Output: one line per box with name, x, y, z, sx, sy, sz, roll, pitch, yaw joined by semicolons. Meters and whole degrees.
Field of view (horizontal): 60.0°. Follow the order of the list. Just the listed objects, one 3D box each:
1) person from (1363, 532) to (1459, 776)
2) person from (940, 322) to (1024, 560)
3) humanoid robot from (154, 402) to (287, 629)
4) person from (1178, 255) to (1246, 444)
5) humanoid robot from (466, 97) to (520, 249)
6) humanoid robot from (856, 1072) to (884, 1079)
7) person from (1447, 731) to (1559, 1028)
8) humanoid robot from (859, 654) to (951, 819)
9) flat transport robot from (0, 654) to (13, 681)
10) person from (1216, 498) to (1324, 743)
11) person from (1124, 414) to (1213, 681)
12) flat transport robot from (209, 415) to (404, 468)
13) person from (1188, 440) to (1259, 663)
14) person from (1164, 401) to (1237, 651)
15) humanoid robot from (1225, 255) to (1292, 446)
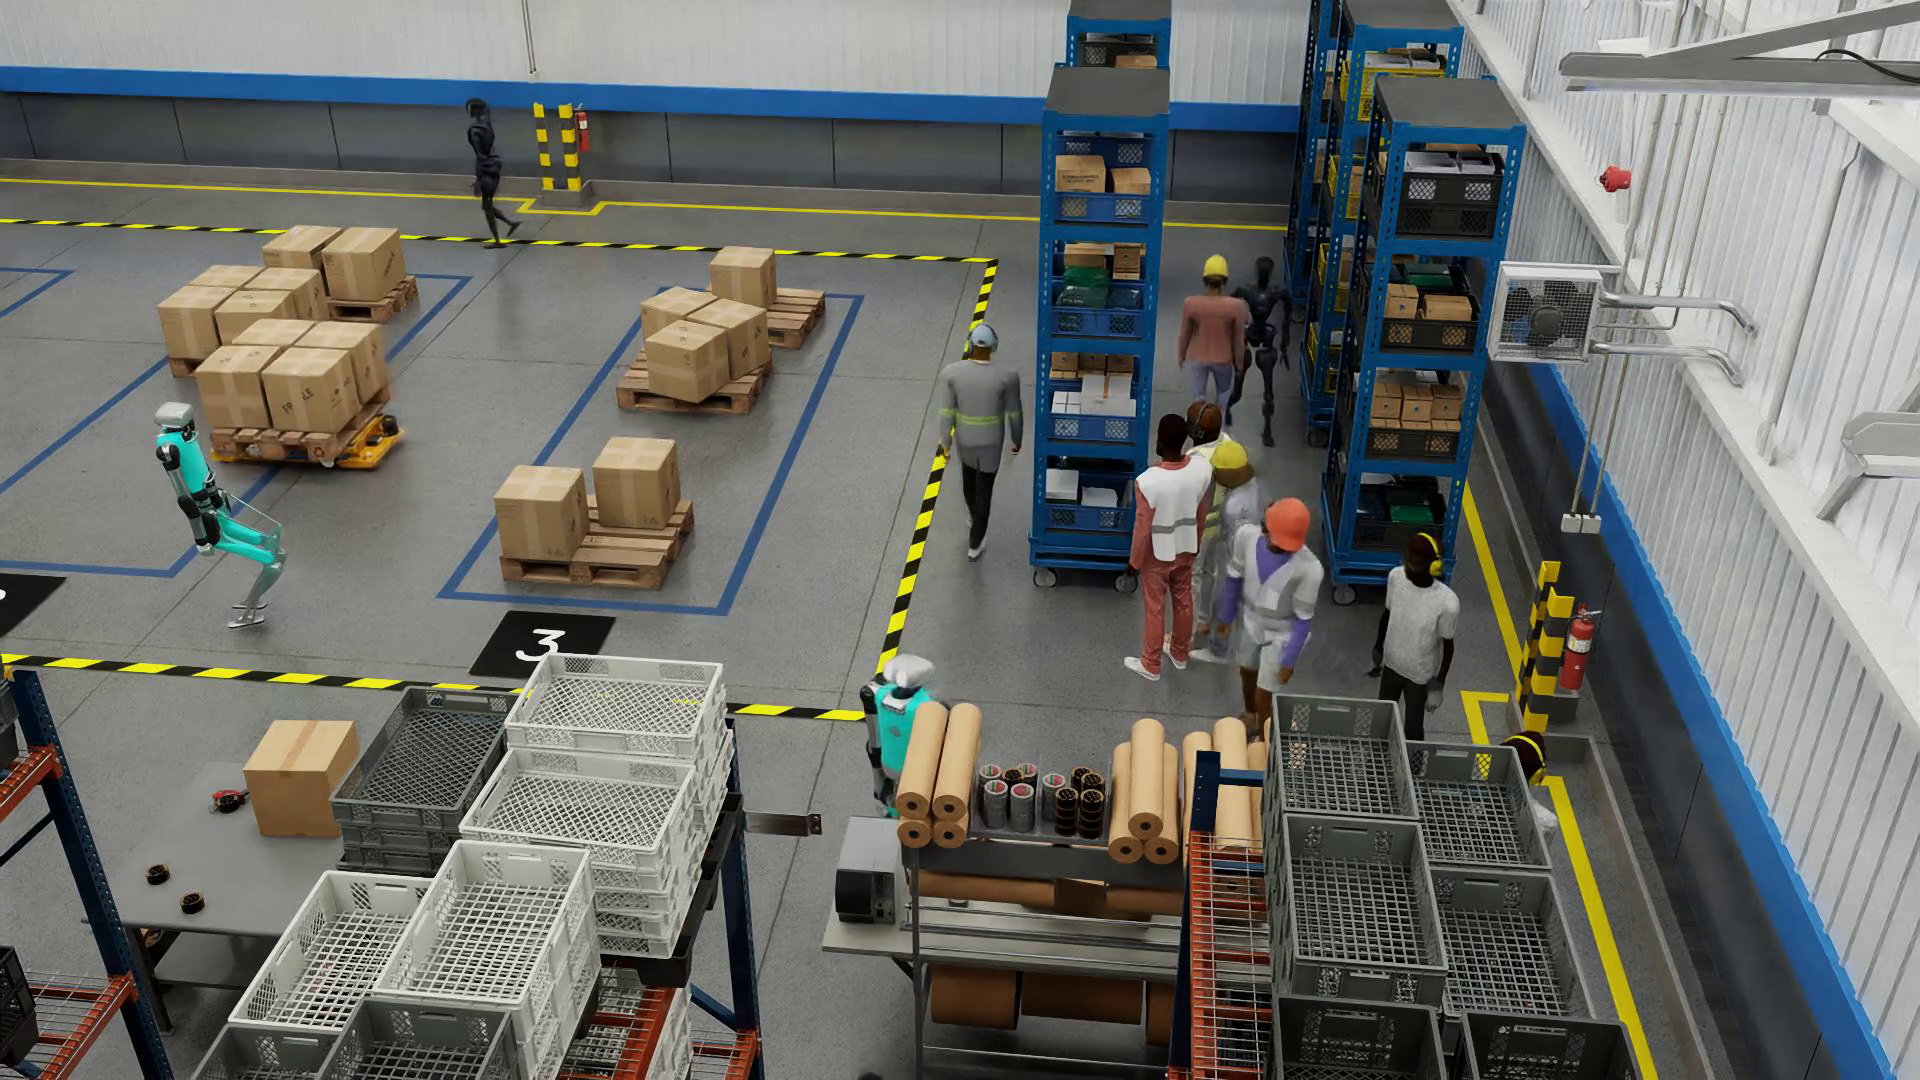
person;2.618;0.770;9.761;0.310;1.868;0.528;-22;37;-32
person;0.183;-0.815;12.534;0.608;1.807;0.913;5;31;9
humanoid robot;-4.967;-0.179;11.388;0.735;1.677;0.533;-5;31;-8
person;2.086;-1.531;13.823;0.557;1.743;0.563;6;31;11
humanoid robot;-5.112;-3.986;18.124;0.427;1.647;0.598;-2;30;-4
humanoid robot;-0.333;2.695;6.665;0.588;1.639;0.680;-3;30;-5
person;2.621;1.711;8.142;0.510;1.872;0.329;21;36;32
humanoid robot;-0.170;1.343;8.933;0.564;1.816;0.754;19;35;29
flat transport robot;-7.142;0.969;11.010;1.431;0.231;0.659;3;30;6
person;1.845;0.560;9.999;0.645;1.991;0.649;-23;37;-34
person;1.362;0.057;10.935;0.587;1.920;0.392;-17;34;-27
flat transport robot;-5.561;-0.878;14.154;1.431;0.197;0.652;3;30;6
person;1.933;0.127;11.027;0.685;1.706;0.499;11;32;18
person;1.589;-0.095;11.274;0.429;1.844;0.626;19;35;29
humanoid robot;2.513;-1.648;14.135;0.615;1.642;0.632;1;30;2
